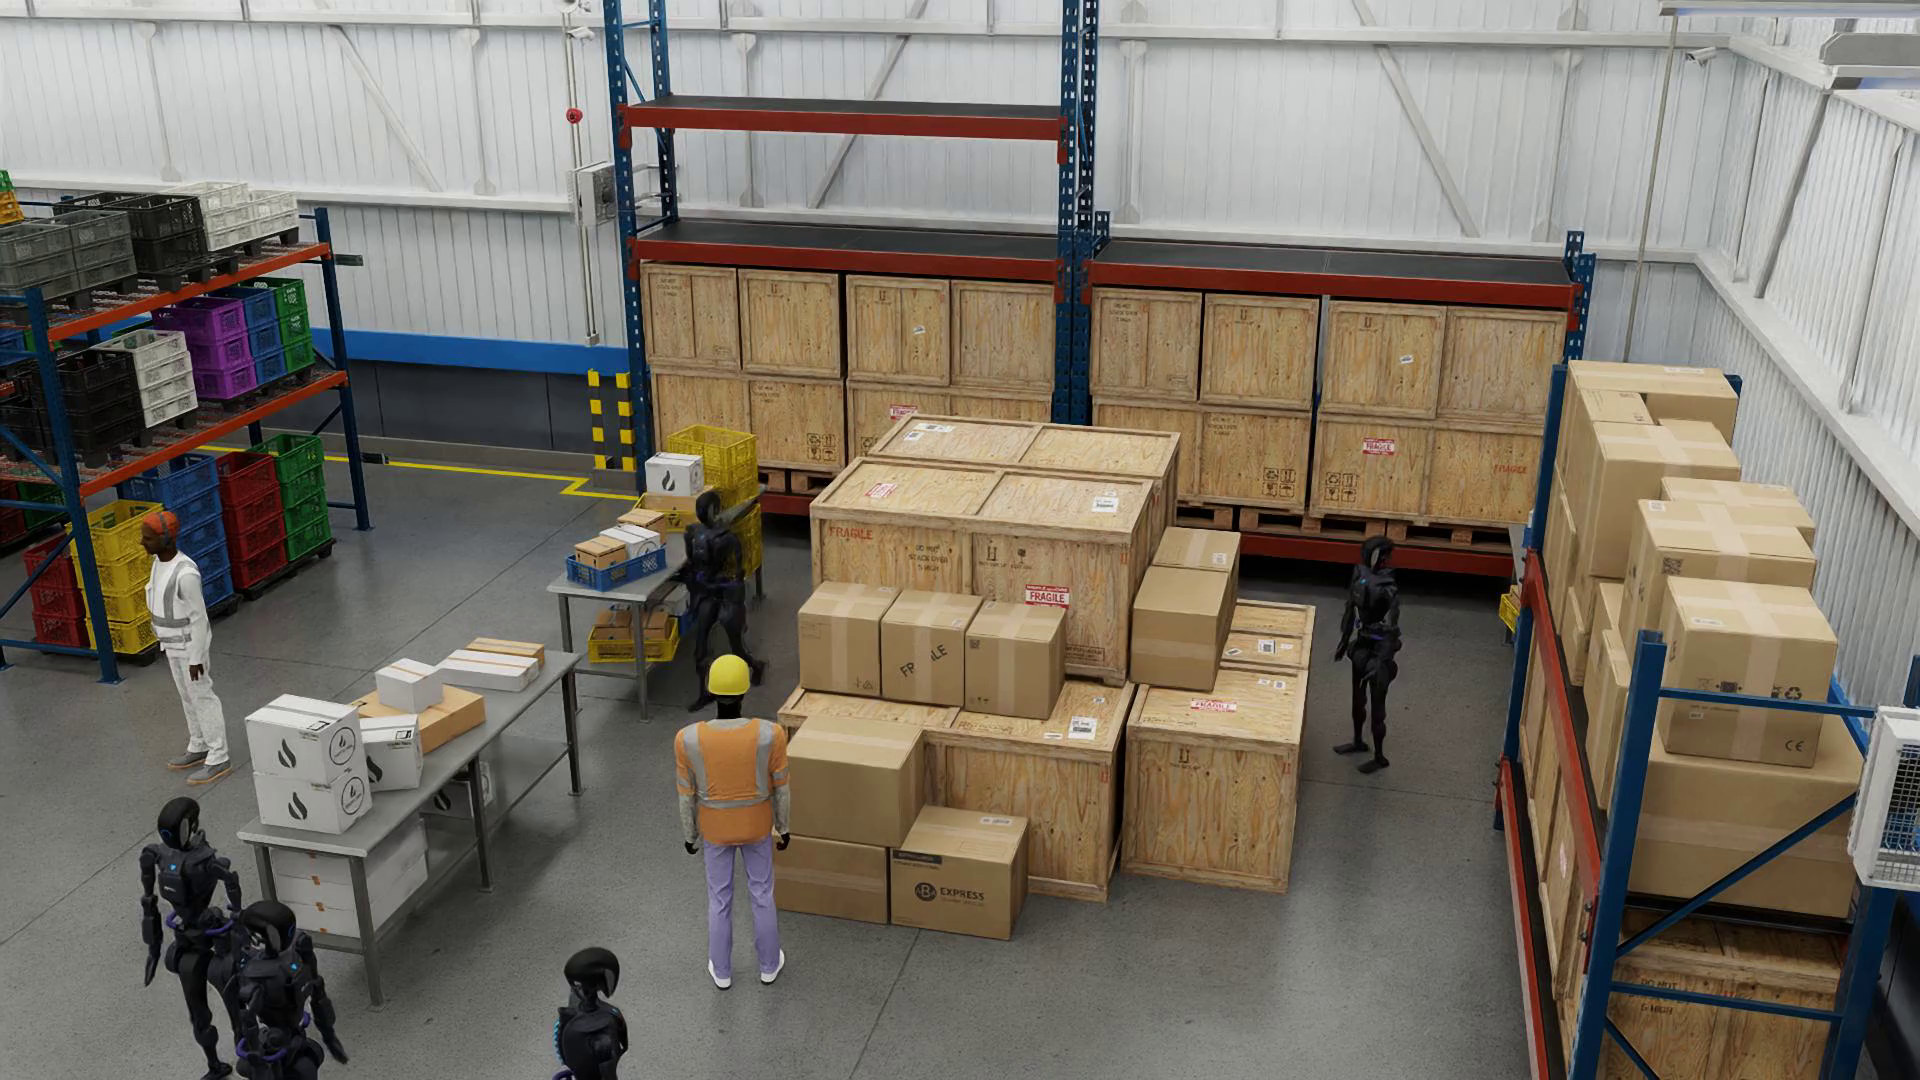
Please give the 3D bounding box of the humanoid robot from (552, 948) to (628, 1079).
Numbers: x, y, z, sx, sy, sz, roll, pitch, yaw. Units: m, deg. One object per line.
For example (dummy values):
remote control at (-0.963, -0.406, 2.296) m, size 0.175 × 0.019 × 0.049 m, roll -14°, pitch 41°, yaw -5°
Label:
humanoid robot at (-1.482, 2.390, 6.820) m, size 0.352 × 1.649 × 0.562 m, roll -10°, pitch 23°, yaw -25°

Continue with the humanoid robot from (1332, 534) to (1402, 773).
humanoid robot at (2.735, 0.741, 11.114) m, size 0.330 × 1.657 × 0.601 m, roll -7°, pitch 22°, yaw -18°

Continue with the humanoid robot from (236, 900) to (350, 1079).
humanoid robot at (-2.882, 2.263, 7.154) m, size 0.352 × 1.650 × 0.563 m, roll 3°, pitch 21°, yaw 7°

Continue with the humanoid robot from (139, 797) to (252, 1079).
humanoid robot at (-3.616, 1.965, 7.935) m, size 0.579 × 1.658 × 0.329 m, roll 5°, pitch 22°, yaw 14°

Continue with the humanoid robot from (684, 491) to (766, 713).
humanoid robot at (-1.716, 0.404, 12.067) m, size 0.581 × 1.646 × 0.690 m, roll 11°, pitch 24°, yaw 26°

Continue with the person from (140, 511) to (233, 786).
person at (-5.118, 0.701, 10.952) m, size 0.356 × 1.882 × 0.571 m, roll -19°, pitch 28°, yaw -41°

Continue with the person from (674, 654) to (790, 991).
person at (-1.186, 1.500, 8.799) m, size 0.586 × 1.927 × 0.366 m, roll -3°, pitch 21°, yaw -8°
